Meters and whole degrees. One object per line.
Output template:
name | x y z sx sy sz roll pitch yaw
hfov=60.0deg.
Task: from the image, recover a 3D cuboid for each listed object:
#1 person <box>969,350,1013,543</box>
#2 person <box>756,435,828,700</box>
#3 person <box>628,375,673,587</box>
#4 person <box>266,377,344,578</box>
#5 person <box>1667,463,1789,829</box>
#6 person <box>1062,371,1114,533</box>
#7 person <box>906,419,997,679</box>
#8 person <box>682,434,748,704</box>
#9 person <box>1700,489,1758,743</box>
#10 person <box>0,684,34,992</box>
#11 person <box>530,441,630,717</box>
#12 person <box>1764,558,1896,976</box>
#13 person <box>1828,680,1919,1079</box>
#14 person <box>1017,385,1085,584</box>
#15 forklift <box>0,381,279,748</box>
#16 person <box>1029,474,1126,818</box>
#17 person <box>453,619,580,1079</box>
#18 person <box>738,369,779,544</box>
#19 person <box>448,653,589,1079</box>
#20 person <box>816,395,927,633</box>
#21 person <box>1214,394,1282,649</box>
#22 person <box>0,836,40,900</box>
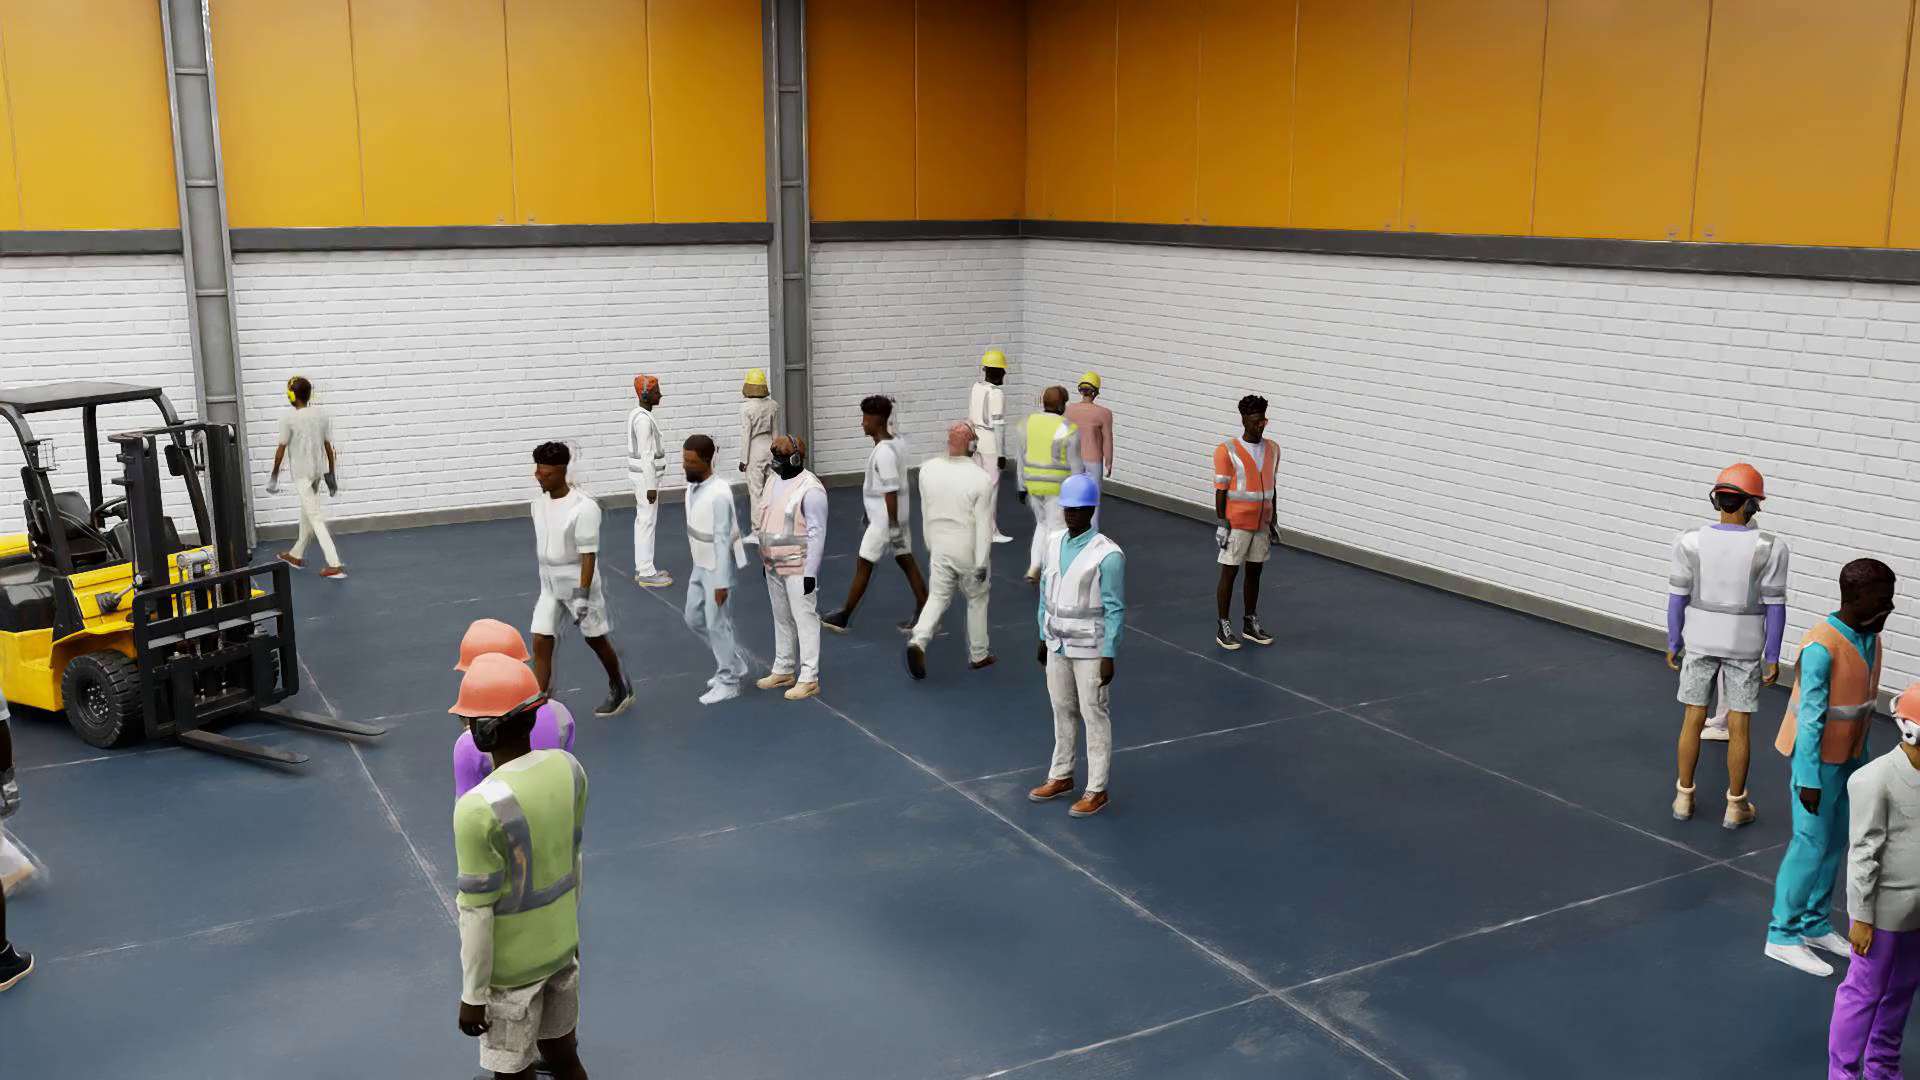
person | 0.302 -0.933 16.611 0.383 1.923 0.590 -6 13 -26
person | -1.186 0.180 11.590 0.429 1.844 0.627 -10 16 -40
person | -2.779 -0.531 14.818 0.340 1.882 0.585 -3 12 -15
person | -6.009 -0.574 15.189 0.957 1.820 0.510 6 13 25
person | 4.243 0.584 9.239 0.605 2.034 0.392 8 15 34
person | 1.239 -0.768 16.247 0.532 1.756 0.338 4 13 17
person | -0.039 0.068 12.025 0.646 1.883 0.837 7 14 30
person | -1.679 0.193 11.388 0.446 1.895 0.622 -7 14 -29
person | 4.912 0.415 10.663 0.318 1.769 0.522 10 15 39
person | -4.433 1.044 7.242 0.607 1.966 0.367 -3 12 -15
person | -2.559 0.298 10.873 0.627 1.922 0.996 7 14 31
person | 3.946 1.006 7.561 0.597 1.909 0.412 -10 16 -39
person | 3.553 1.362 6.256 0.560 1.750 0.329 -6 14 -27
person | 0.805 -0.440 14.533 0.651 1.825 0.452 9 15 37
forklift | -5.853 0.085 11.199 2.313 2.155 1.214 7 14 28
person | 0.664 0.586 9.424 0.382 1.949 0.614 -10 16 -39
person | -1.723 1.244 6.403 0.389 1.929 0.545 8 14 33
person | -2.009 -0.836 16.578 0.304 1.745 0.483 11 16 42
person | -1.481 1.369 5.576 0.404 2.036 0.601 4 13 18
person | -0.661 -0.195 13.157 1.010 1.910 0.608 1 12 7
person | 2.221 -0.148 12.830 0.603 1.966 0.368 -7 14 -28
person | -4.958 0.983 7.933 0.911 1.801 0.506 -9 15 -36
